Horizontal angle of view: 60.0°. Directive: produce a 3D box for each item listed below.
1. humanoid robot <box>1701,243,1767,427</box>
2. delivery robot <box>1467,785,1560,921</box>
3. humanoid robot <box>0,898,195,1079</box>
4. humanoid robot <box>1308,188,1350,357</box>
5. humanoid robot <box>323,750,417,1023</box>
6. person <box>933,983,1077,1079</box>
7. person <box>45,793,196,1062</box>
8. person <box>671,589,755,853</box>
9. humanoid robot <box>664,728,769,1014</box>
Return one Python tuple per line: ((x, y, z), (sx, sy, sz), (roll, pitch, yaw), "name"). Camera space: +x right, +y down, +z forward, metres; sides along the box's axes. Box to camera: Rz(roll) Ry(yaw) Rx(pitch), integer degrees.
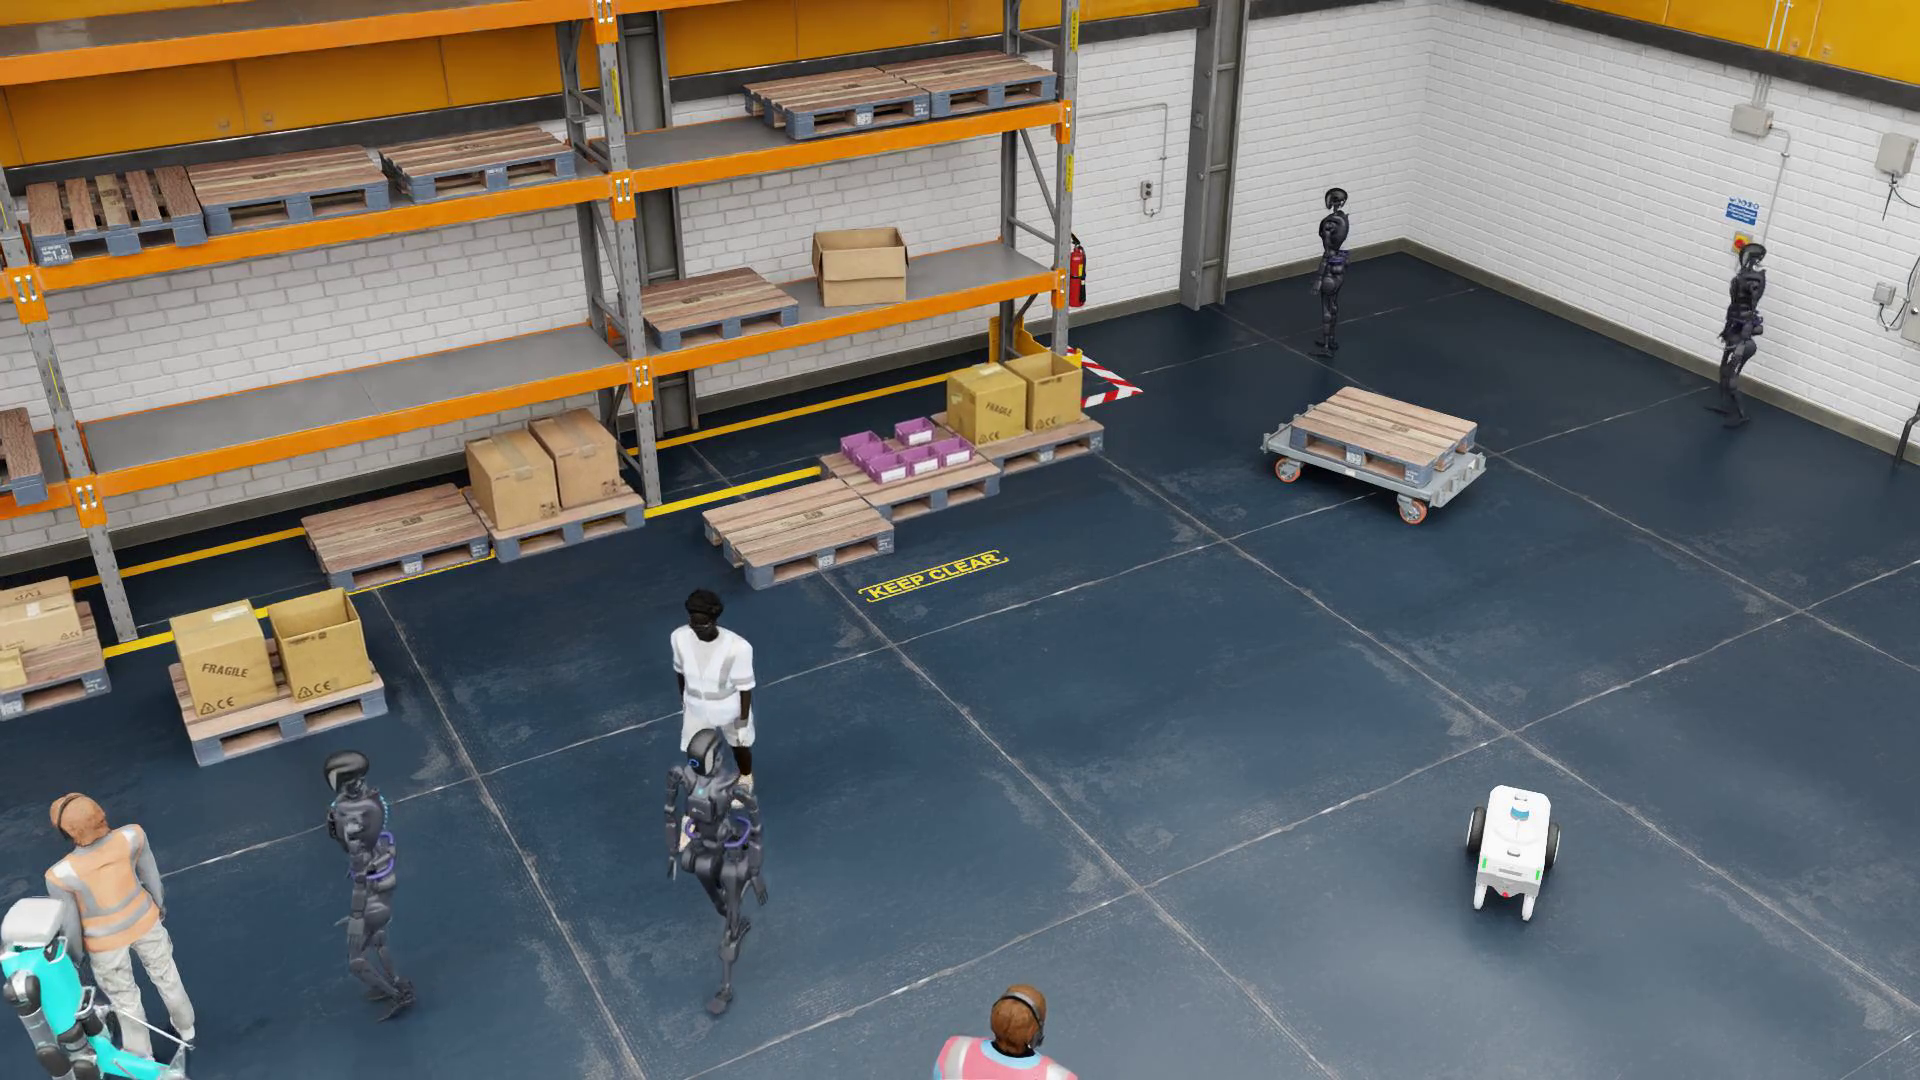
((6.980, -1.841, 14.798), (0.402, 1.637, 0.593), (4, 30, 7), "humanoid robot")
((3.189, 1.759, 9.590), (0.499, 0.614, 0.808), (10, 31, 18), "delivery robot")
((-3.720, 2.290, 7.419), (0.667, 1.793, 0.540), (-8, 30, -13), "humanoid robot")
((3.590, -2.604, 16.141), (0.315, 1.655, 0.599), (14, 32, 23), "humanoid robot")
((-3.023, 1.730, 8.477), (0.344, 1.641, 0.587), (-8, 30, -14), "humanoid robot")
((0.208, 2.562, 6.855), (0.630, 1.836, 0.431), (11, 31, 18), "person")
((-4.129, 1.923, 8.177), (0.308, 1.638, 0.513), (19, 35, 30), "person")
((-1.450, 1.023, 9.751), (0.545, 1.650, 0.857), (8, 30, 14), "person")
((-1.269, 1.651, 8.660), (0.601, 1.624, 0.770), (10, 31, 17), "humanoid robot")
